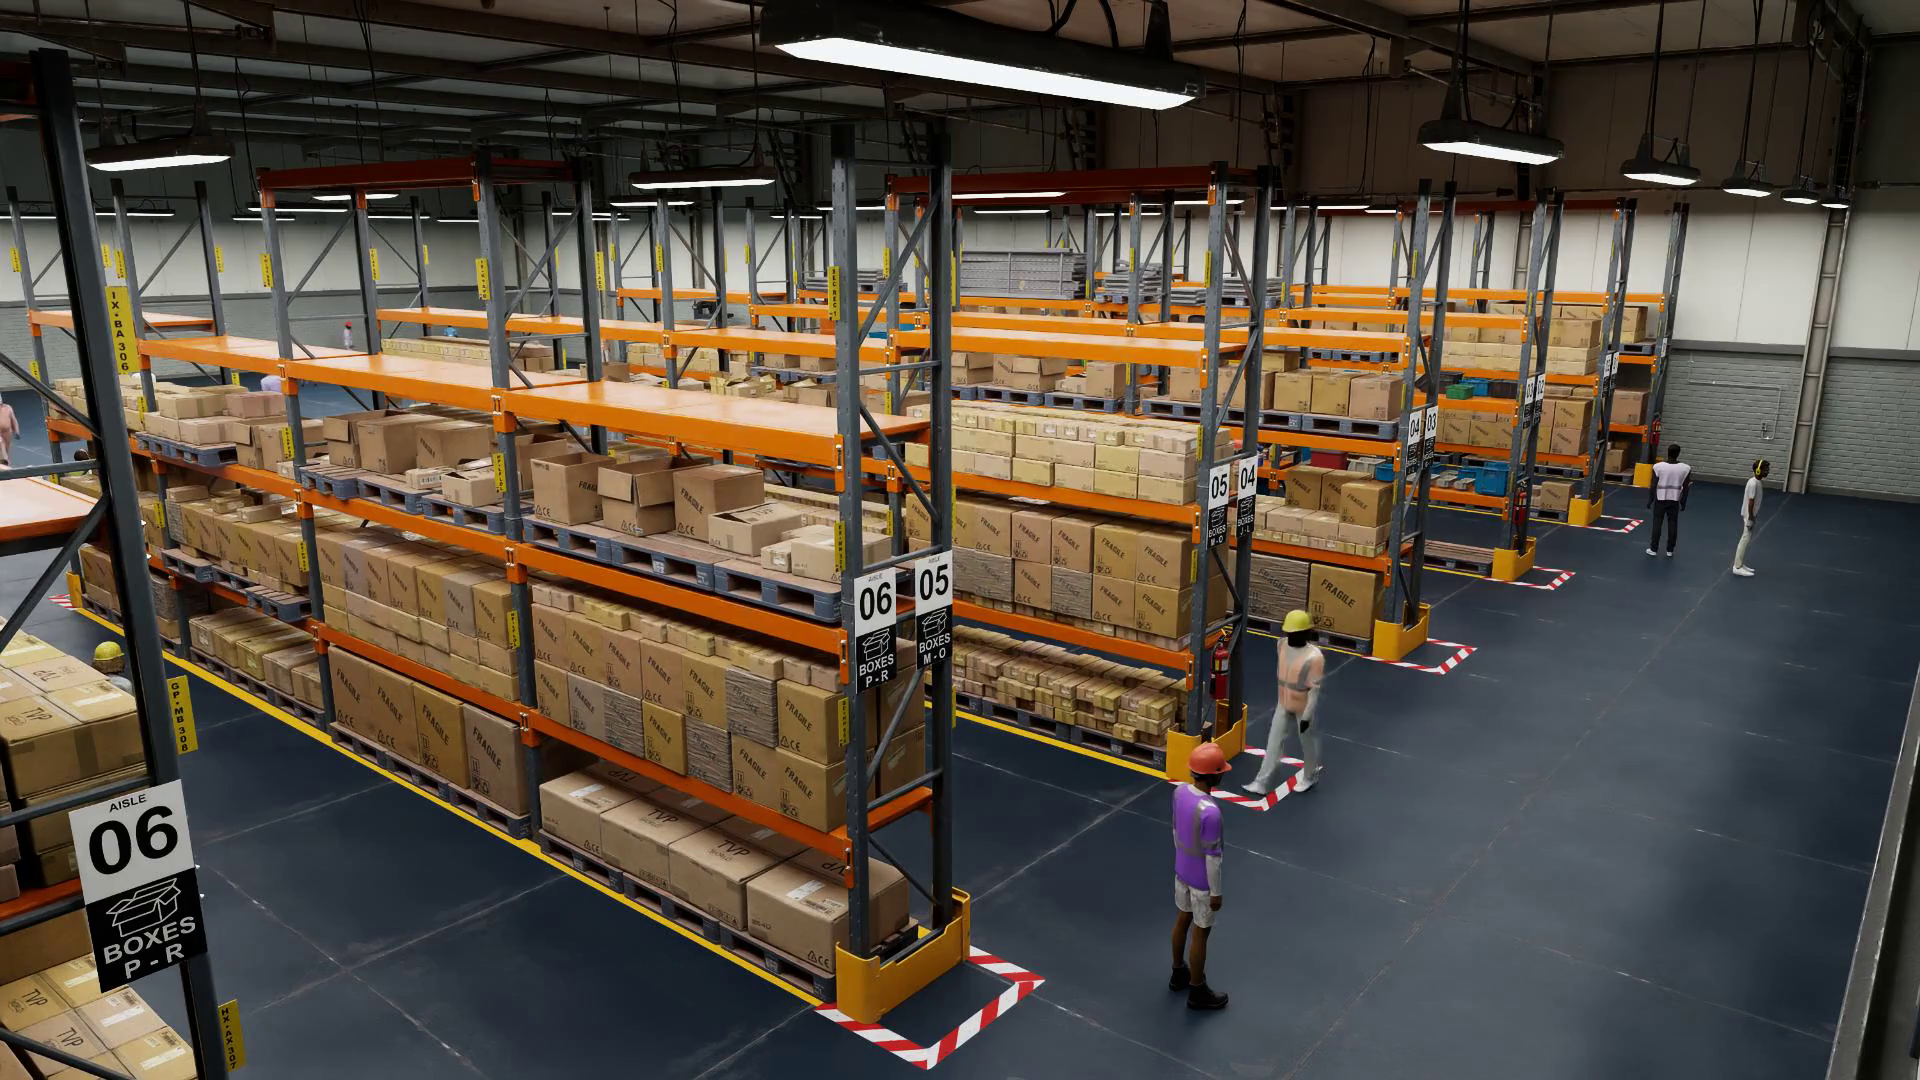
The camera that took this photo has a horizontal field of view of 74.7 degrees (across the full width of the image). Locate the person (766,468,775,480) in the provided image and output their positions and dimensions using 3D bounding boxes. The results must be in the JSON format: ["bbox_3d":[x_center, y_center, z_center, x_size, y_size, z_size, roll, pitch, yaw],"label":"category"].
[{"bbox_3d":[-3.919,-1.914,26.770,0.741,1.791,0.633,11,18,39],"label":"person"}]

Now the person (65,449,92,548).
[{"bbox_3d":[-14.792,-0.629,21.385,0.641,1.840,0.429,-3,14,-13],"label":"person"}]

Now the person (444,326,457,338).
[{"bbox_3d":[-22.066,-8.634,54.615,0.529,1.695,0.321,-5,14,-19],"label":"person"}]

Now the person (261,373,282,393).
[{"bbox_3d":[-18.589,-3.779,34.169,0.663,1.924,0.644,7,15,26],"label":"person"}]

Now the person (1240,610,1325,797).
[{"bbox_3d":[3.169,1.595,12.120,0.959,1.883,0.597,-9,16,-32],"label":"person"}]

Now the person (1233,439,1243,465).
[{"bbox_3d":[4.752,-0.751,21.560,0.391,1.995,0.613,12,18,40],"label":"person"}]

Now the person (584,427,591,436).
[{"bbox_3d":[-9.470,-3.338,32.322,0.370,1.940,0.630,5,15,20],"label":"person"}]

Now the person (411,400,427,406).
[{"bbox_3d":[-13.214,-2.844,31.000,0.705,1.599,0.537,6,15,22],"label":"person"}]

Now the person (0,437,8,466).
[{"bbox_3d":[-19.637,-1.670,25.496,0.402,1.914,0.622,3,14,13],"label":"person"}]

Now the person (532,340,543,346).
[{"bbox_3d":[-14.764,-6.198,44.222,0.873,1.871,0.672,10,17,35],"label":"person"}]

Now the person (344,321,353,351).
[{"bbox_3d":[-25.179,-8.092,51.981,0.375,1.897,0.805,-4,14,-17],"label":"person"}]

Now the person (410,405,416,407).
[{"bbox_3d":[-11.998,-2.125,27.832,0.551,1.704,0.840,-10,17,-37],"label":"person"}]

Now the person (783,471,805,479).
[{"bbox_3d":[-3.750,-2.304,28.065,0.627,1.941,0.753,-9,16,-34],"label":"person"}]

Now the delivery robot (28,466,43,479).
[{"bbox_3d":[-19.826,-1.347,26.906,0.477,0.478,0.707,-10,17,-36],"label":"delivery robot"}]

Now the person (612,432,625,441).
[{"bbox_3d":[-8.514,-3.130,31.471,0.629,1.936,0.371,-3,14,-13],"label":"person"}]

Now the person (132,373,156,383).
[{"bbox_3d":[-22.215,-3.904,34.432,0.607,2.044,0.374,-2,14,-8],"label":"person"}]

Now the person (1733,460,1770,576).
[{"bbox_3d":[12.740,-0.366,20.260,0.309,1.859,0.535,9,16,33],"label":"person"}]

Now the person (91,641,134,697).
[{"bbox_3d":[-7.797,1.783,11.688,0.483,1.737,0.320,3,14,12],"label":"person"}]

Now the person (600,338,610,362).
[{"bbox_3d":[-14.365,-7.670,50.766,0.523,1.638,0.311,-5,14,-18],"label":"person"}]

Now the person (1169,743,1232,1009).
[{"bbox_3d":[1.707,2.351,8.920,0.359,1.939,0.543,-5,14,-18],"label":"person"}]

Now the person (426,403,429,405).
[{"bbox_3d":[-15.960,-4.642,37.763,0.642,1.905,0.401,-6,15,-24],"label":"person"}]

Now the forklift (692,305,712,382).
[{"bbox_3d":[-9.511,-7.392,47.124,1.873,2.768,1.129,11,17,38],"label":"forklift"}]

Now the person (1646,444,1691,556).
[{"bbox_3d":[12.039,-0.680,21.428,0.600,1.917,0.358,4,14,15],"label":"person"}]

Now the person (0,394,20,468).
[{"bbox_3d":[-21.942,-2.458,28.871,1.018,1.849,0.661,8,16,29],"label":"person"}]
